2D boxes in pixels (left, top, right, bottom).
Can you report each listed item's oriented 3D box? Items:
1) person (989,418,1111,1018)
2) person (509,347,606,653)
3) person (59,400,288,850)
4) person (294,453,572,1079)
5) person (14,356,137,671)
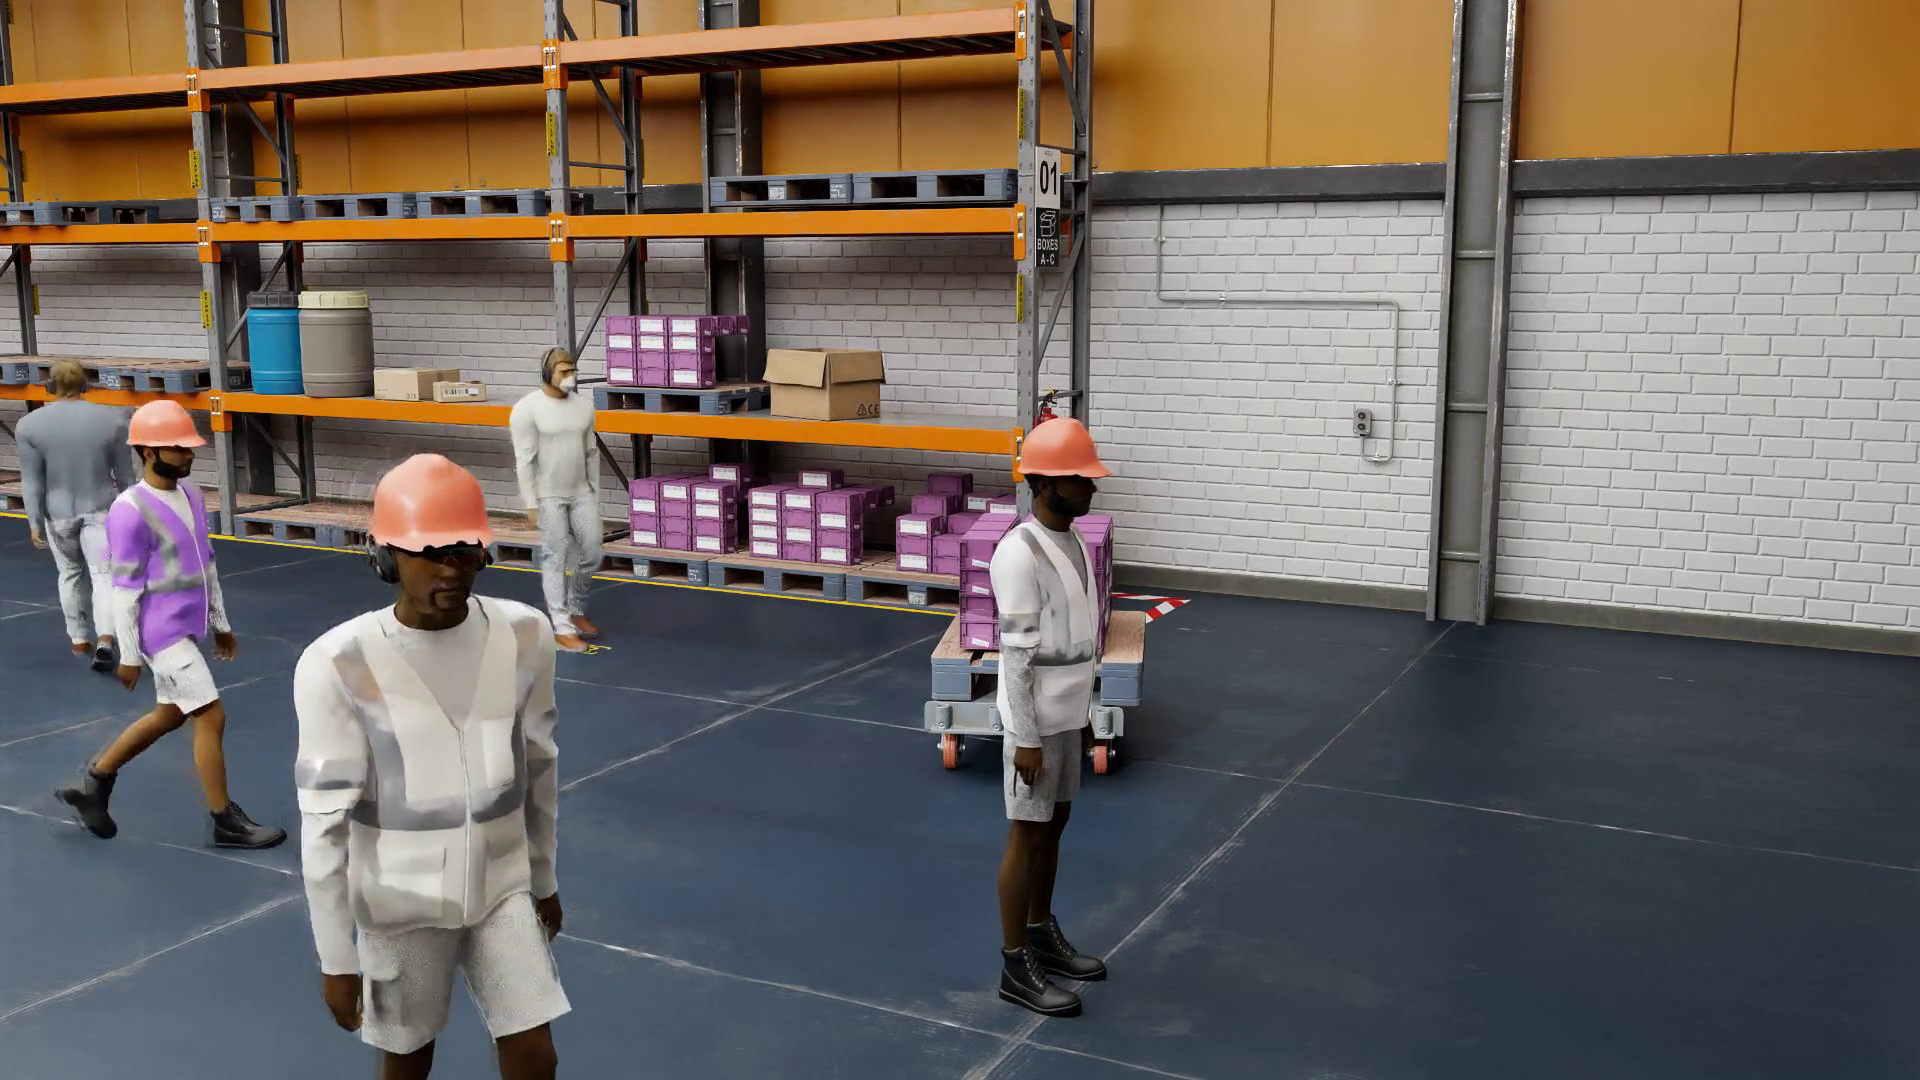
[{"bbox_3d":[0.312,0.566,5.471,0.361,1.939,0.543,4,10,23],"label":"person"},{"bbox_3d":[-2.514,-0.256,10.559,0.463,1.932,0.653,8,12,42],"label":"person"},{"bbox_3d":[-3.339,0.360,6.889,0.925,1.902,0.542,0,9,0],"label":"person"},{"bbox_3d":[-1.090,0.822,3.669,0.628,2.007,0.884,-7,12,-38],"label":"person"},{"bbox_3d":[-5.331,-0.160,10.090,0.635,1.911,0.967,-5,10,-28],"label":"person"}]
